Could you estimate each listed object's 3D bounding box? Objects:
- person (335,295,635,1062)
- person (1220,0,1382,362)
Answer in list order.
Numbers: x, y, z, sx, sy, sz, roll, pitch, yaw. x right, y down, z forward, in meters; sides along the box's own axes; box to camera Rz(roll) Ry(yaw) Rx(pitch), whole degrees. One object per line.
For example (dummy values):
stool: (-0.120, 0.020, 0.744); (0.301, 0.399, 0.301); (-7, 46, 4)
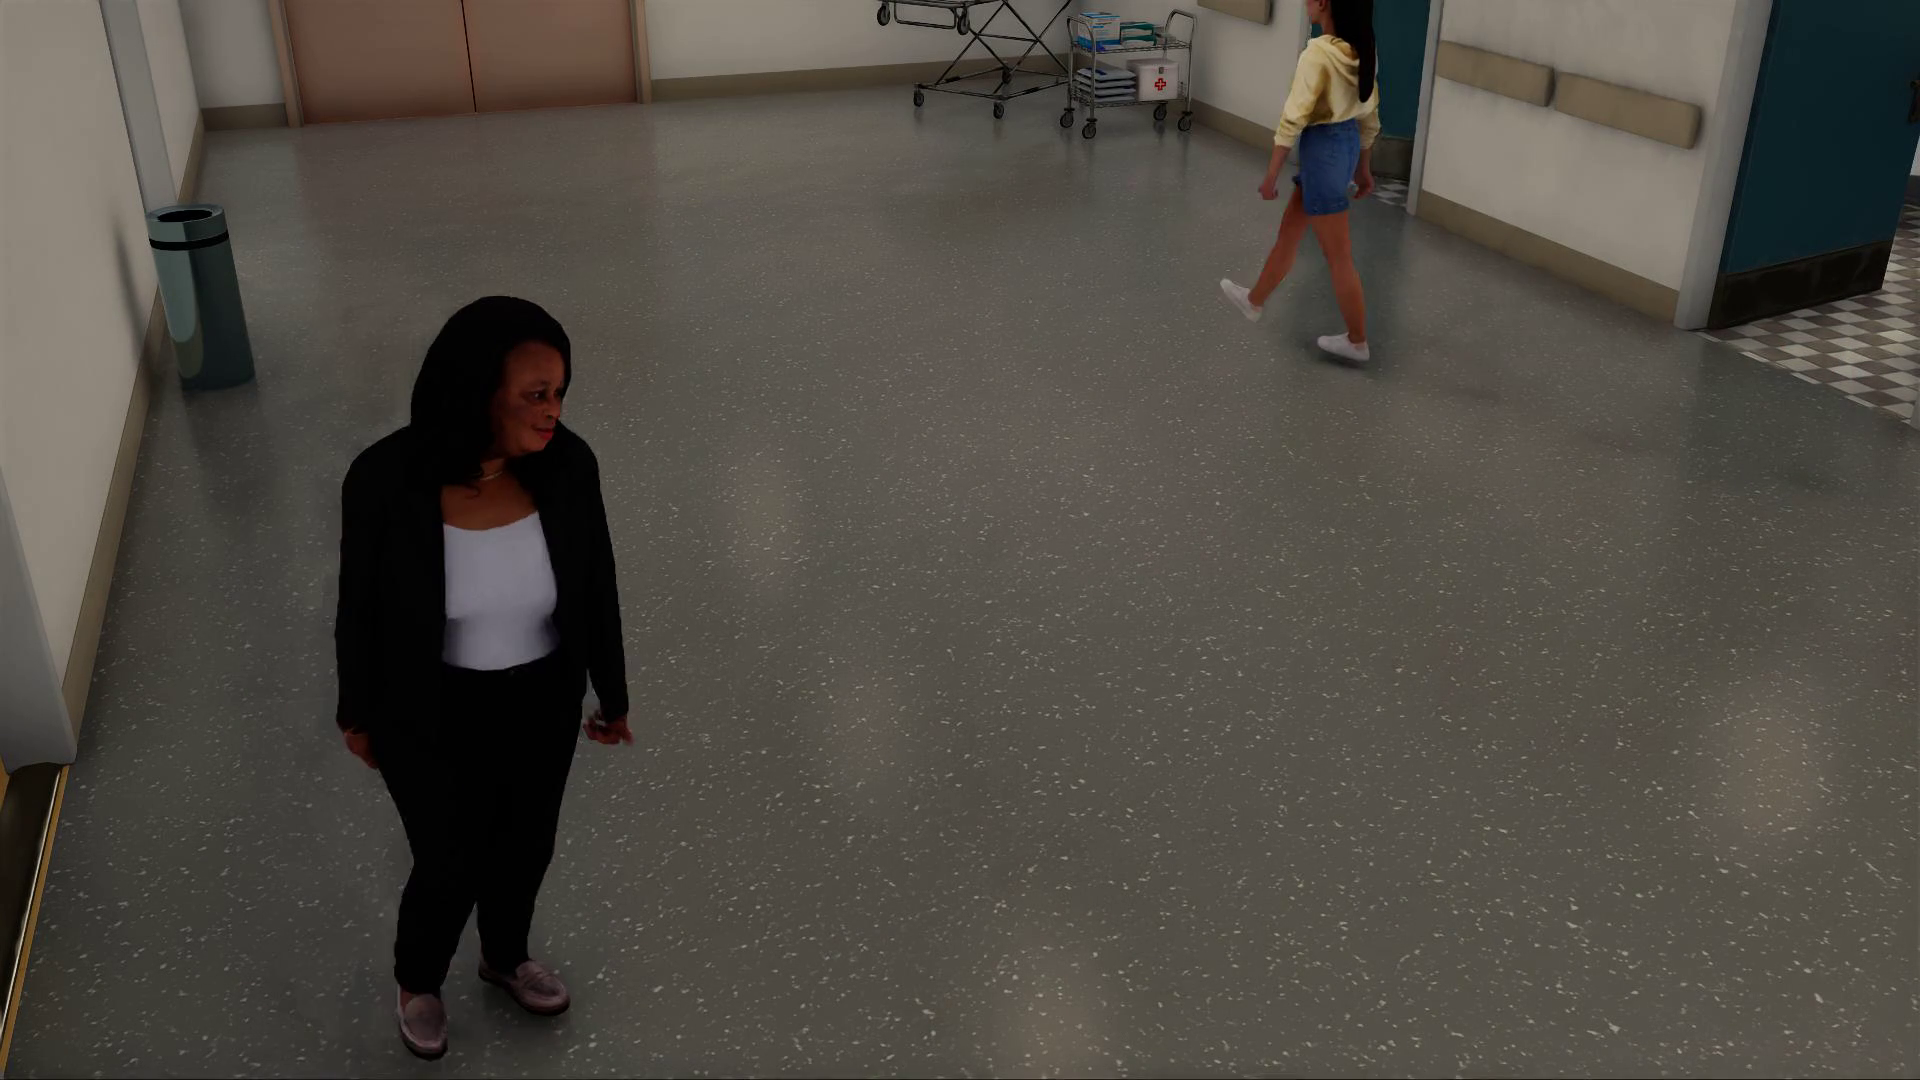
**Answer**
person: (-0.959, 0.302, 3.217); (0.771, 1.569, 0.779); (-11, 28, -22)
person: (1.600, -1.515, 6.965); (0.955, 1.587, 1.177); (-23, 34, -39)
